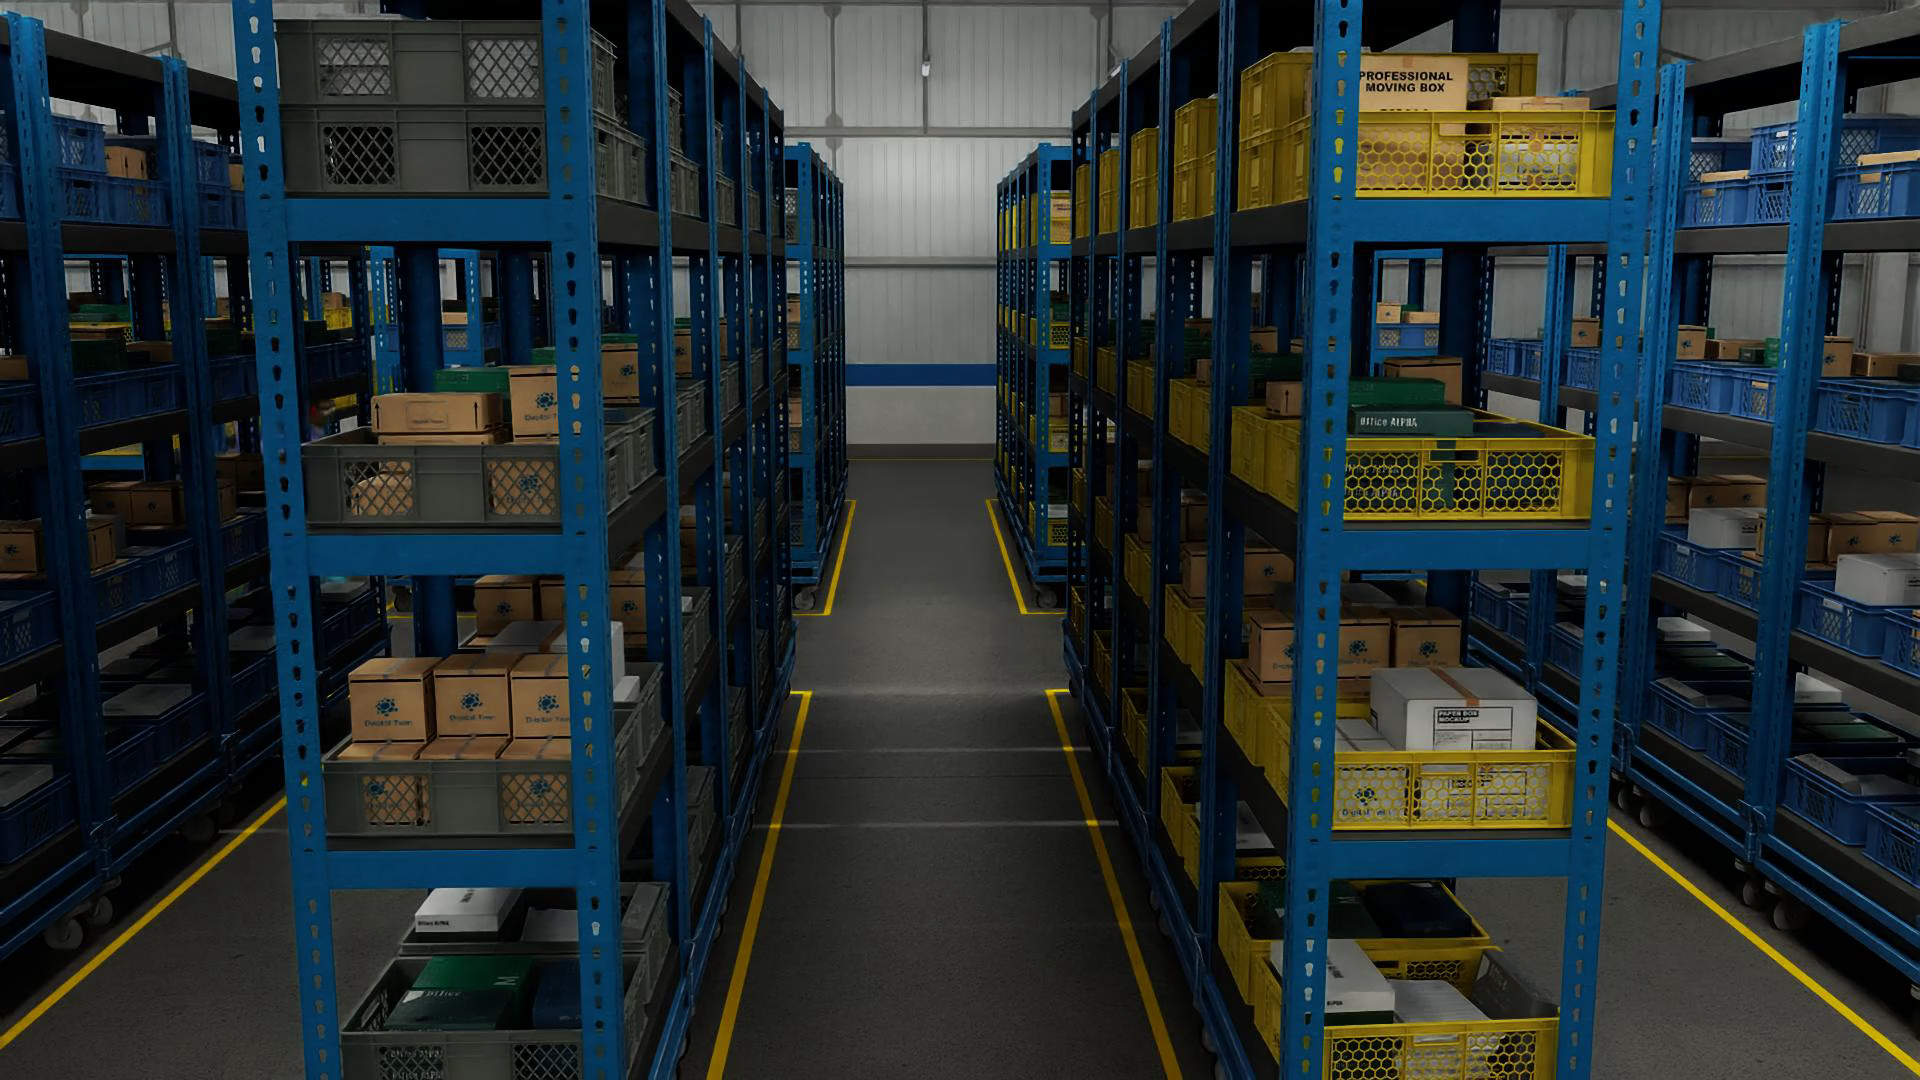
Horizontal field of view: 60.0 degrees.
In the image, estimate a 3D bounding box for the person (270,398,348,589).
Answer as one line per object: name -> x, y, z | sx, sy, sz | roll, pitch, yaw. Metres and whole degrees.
person -> -4.847, -0.253, 12.476 | 0.912, 1.794, 0.592 | -1, 9, -8
